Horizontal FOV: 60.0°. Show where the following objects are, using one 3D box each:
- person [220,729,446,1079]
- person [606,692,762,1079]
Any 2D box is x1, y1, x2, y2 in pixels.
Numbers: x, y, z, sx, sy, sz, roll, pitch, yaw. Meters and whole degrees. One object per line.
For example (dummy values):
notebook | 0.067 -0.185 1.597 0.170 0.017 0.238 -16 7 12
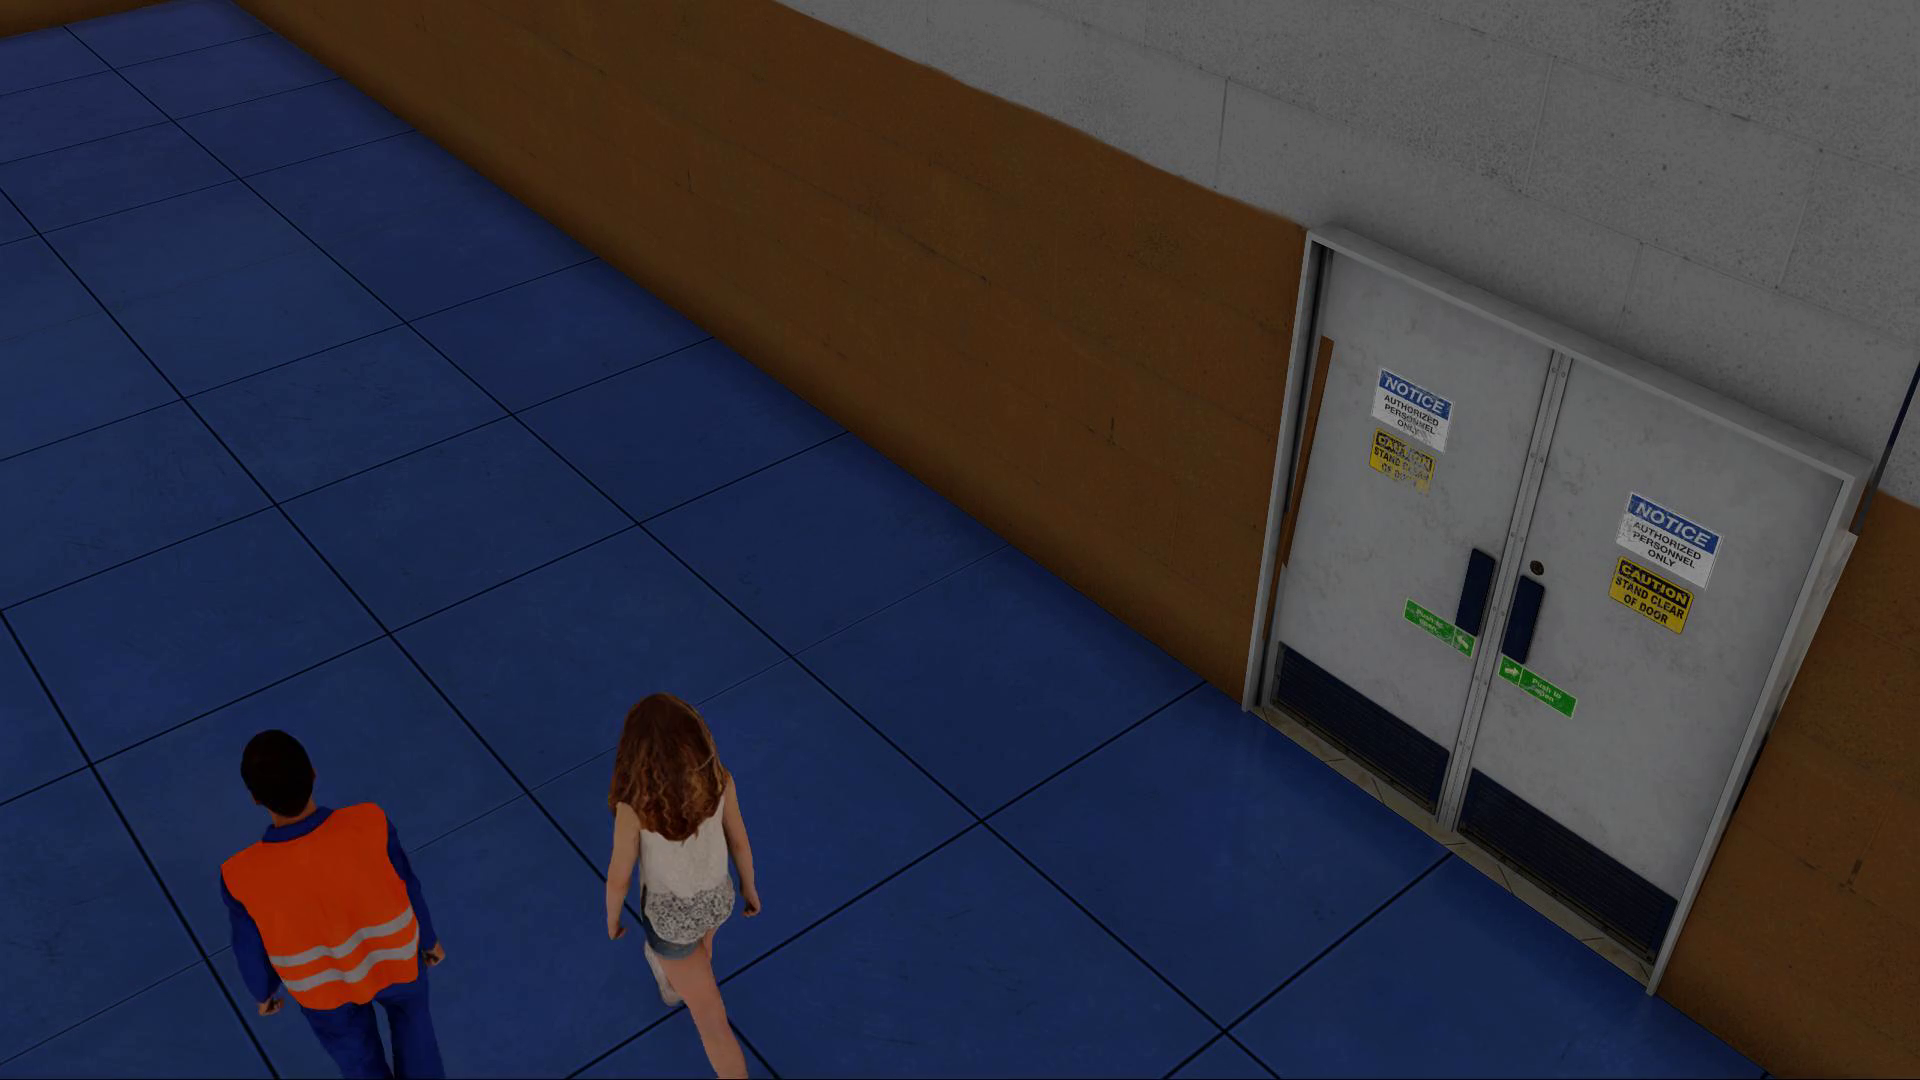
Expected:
person | -1.781 1.334 4.954 0.715 1.851 0.822 -19 41 -24
person | -0.789 1.239 5.185 0.987 1.726 0.678 -25 44 -30
